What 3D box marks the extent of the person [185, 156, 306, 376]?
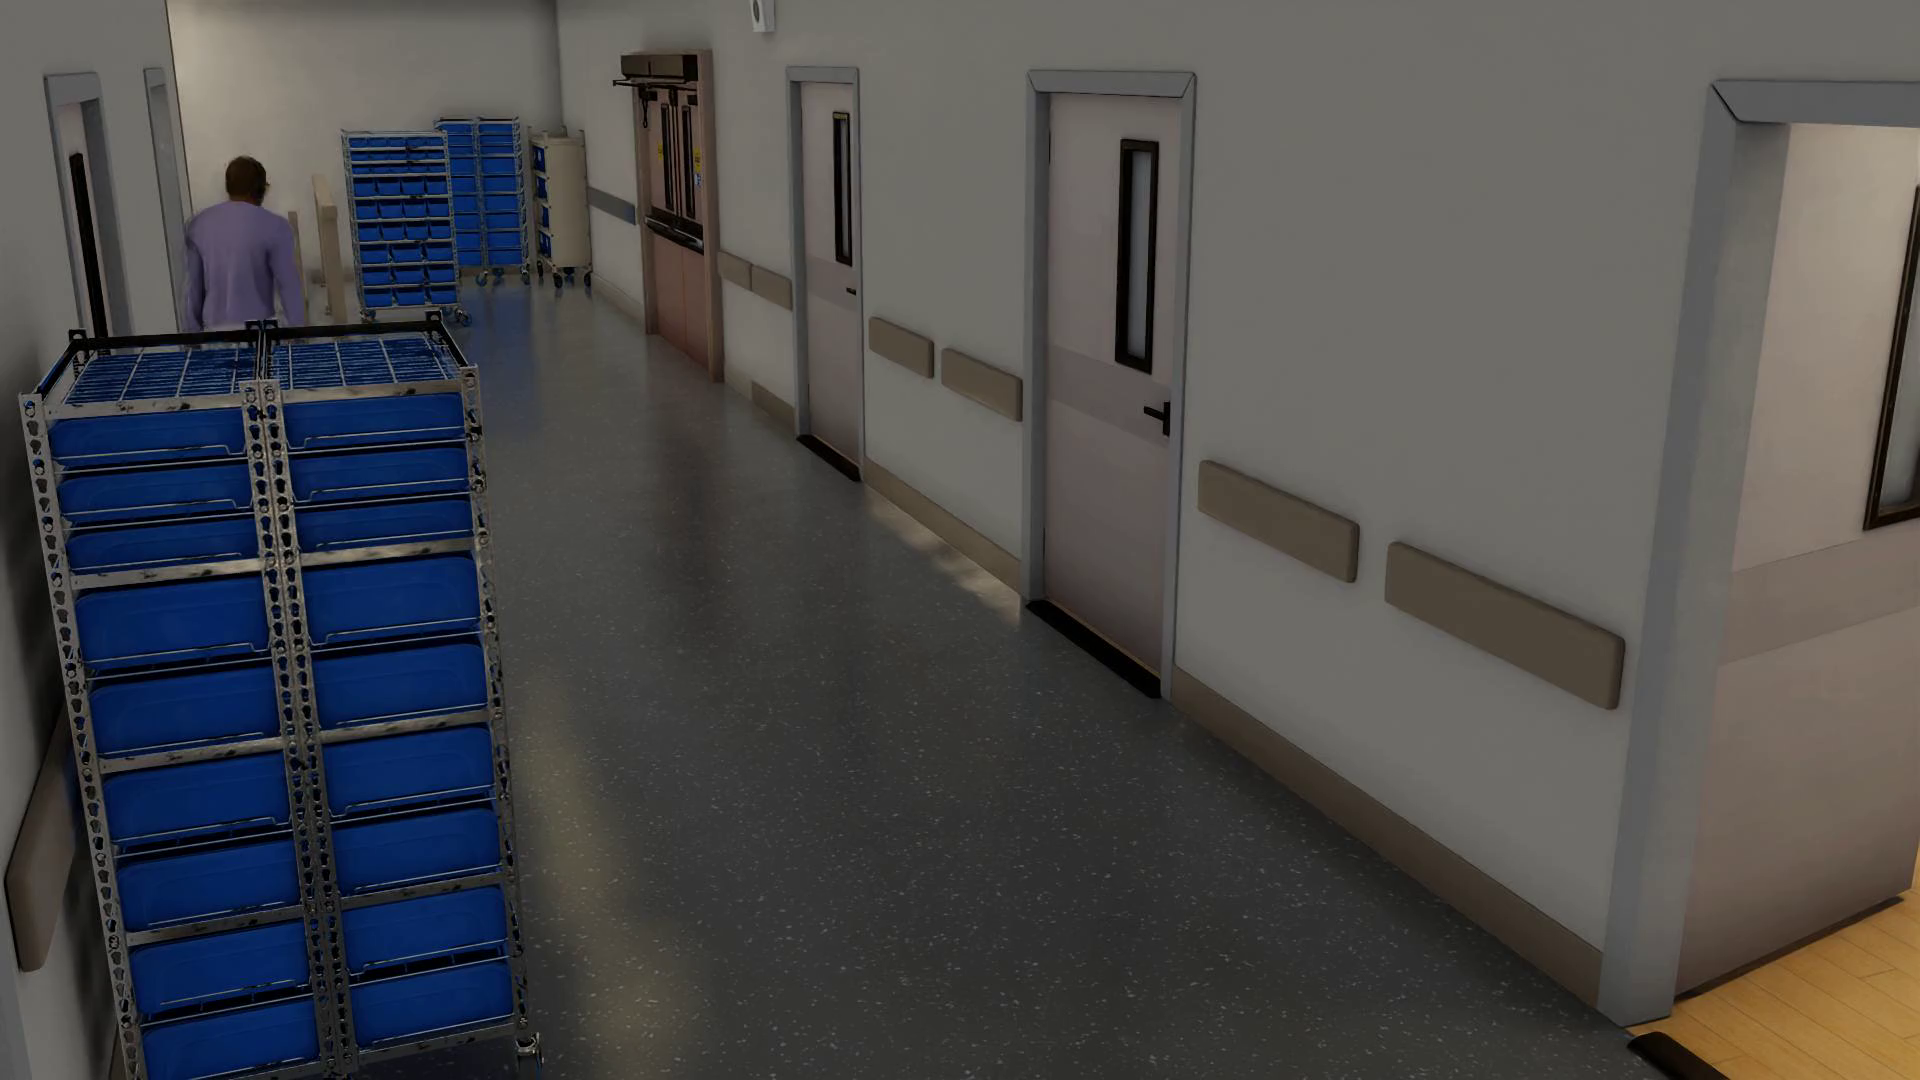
[{"bbox_3d":[-4.035,-1.175,9.254,0.645,1.875,1.051,4,17,15],"label":"person"}]
